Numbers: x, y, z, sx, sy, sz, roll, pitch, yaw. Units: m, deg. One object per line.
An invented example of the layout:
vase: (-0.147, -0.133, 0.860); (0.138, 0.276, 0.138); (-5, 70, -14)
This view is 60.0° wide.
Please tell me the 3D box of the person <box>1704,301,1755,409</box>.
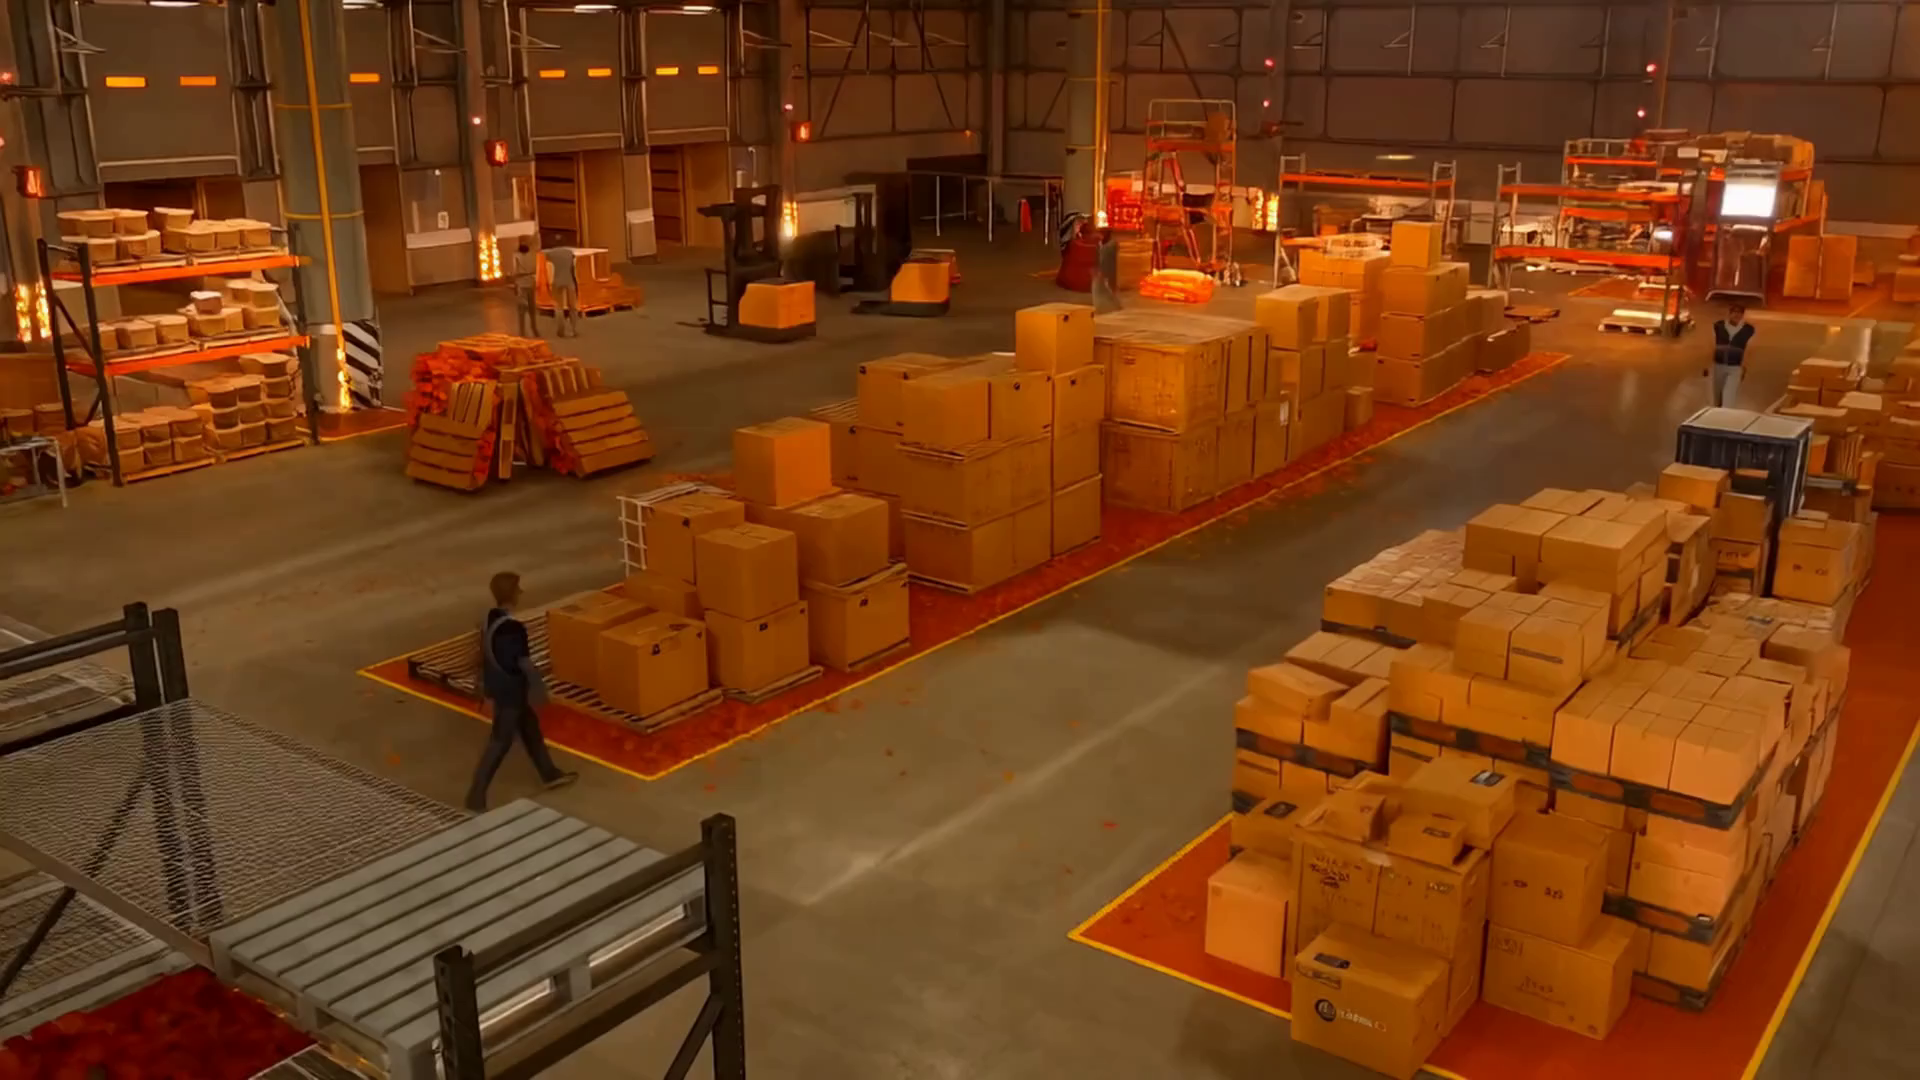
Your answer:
person: (10.932, -2.471, 23.692); (0.596, 1.864, 1.021); (8, 19, 25)

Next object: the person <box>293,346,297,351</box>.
person: (-11.117, -3.861, 28.316); (0.816, 1.857, 0.582); (-13, 21, -37)

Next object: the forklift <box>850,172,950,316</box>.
forklift: (-1.201, -6.008, 33.669); (1.873, 2.768, 1.129); (3, 17, 10)

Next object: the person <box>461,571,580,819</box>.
person: (-3.247, 1.108, 11.972); (0.980, 1.800, 0.530); (-12, 21, -35)

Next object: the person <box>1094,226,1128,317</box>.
person: (2.963, -5.213, 32.724); (0.989, 1.905, 0.635); (-8, 19, -26)

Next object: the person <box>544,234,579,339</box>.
person: (-7.410, -4.725, 31.027); (0.635, 1.937, 0.359); (-8, 18, -24)

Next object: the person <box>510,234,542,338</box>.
person: (-8.115, -4.767, 31.164); (0.553, 1.935, 0.364); (-13, 21, -38)

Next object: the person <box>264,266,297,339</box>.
person: (-12.055, -4.103, 29.510); (0.662, 1.616, 0.519); (-10, 19, -29)

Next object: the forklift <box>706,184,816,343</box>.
forklift: (-3.717, -5.181, 30.929); (1.873, 2.768, 1.129); (12, 21, 35)

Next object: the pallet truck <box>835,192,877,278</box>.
pallet truck: (-1.936, -7.159, 38.982); (1.885, 1.965, 0.823); (-12, 21, -34)
